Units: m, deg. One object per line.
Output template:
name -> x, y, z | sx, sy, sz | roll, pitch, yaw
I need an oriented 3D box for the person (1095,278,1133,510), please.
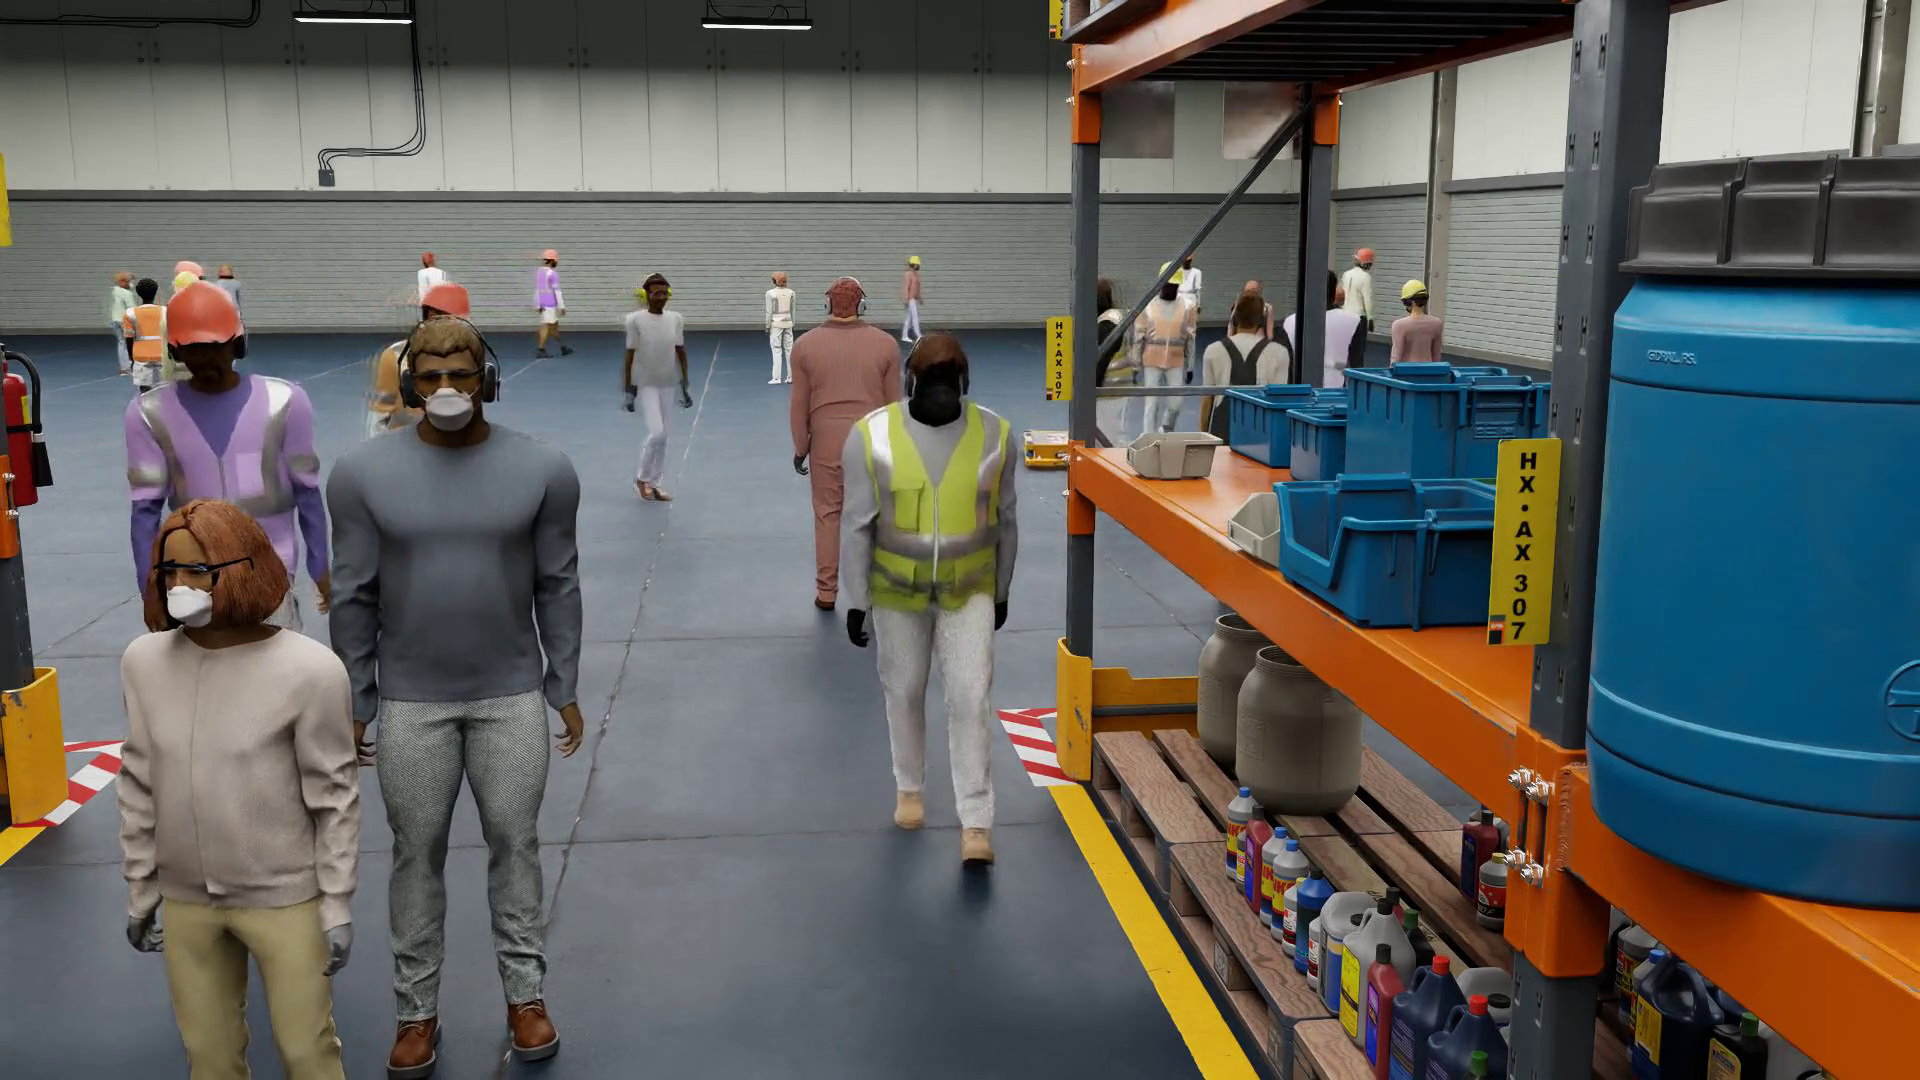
person -> 1.059, -1.126, 12.972 | 0.612, 1.810, 0.634 | 0, 10, -2

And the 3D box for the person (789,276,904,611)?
person -> -0.644, -0.544, 9.524 | 0.644, 1.907, 0.399 | 0, 10, -3

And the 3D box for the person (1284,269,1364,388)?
person -> 2.685, -1.054, 12.345 | 0.602, 1.896, 0.442 | 4, 11, 19

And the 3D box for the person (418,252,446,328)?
person -> -9.287, -4.106, 29.173 | 0.730, 1.856, 0.617 | 8, 13, 36

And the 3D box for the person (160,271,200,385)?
person -> -6.697, -1.432, 14.590 | 0.404, 1.835, 0.590 | 10, 14, 43

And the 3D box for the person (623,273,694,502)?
person -> -2.419, -1.212, 13.373 | 0.489, 1.845, 0.481 | -9, 14, -41

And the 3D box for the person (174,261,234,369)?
person -> -7.099, -1.658, 15.620 | 0.555, 1.912, 0.486 | 0, 10, -1

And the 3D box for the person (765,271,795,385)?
person -> -2.600, -3.069, 24.095 | 0.524, 1.639, 0.306 | -9, 14, -41

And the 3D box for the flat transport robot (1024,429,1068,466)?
flat transport robot -> 0.948, -0.886, 15.886 | 0.652, 0.197, 1.431 | 0, 10, 2

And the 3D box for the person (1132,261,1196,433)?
person -> 1.920, -1.675, 15.726 | 0.623, 1.904, 0.518 | 0, 10, -2

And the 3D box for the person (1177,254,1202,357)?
person -> 4.007, -4.204, 29.539 | 0.547, 1.924, 0.413 | 2, 11, 12

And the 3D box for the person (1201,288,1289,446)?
person -> 1.677, -0.570, 9.877 | 0.532, 1.827, 0.418 | 2, 11, 13

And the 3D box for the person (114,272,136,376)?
person -> -12.846, -3.323, 25.621 | 0.592, 1.599, 0.326 | 8, 13, 38

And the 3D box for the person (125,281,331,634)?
person -> -2.522, 0.105, 5.769 | 0.628, 1.973, 1.082 | -3, 11, -15

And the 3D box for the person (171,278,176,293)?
person -> -9.556, -2.451, 20.561 | 0.911, 1.695, 0.507 | -1, 10, -4

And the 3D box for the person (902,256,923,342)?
person -> -0.910, -4.846, 33.568 | 0.593, 1.751, 0.541 | 4, 11, 21

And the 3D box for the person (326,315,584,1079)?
person -> -1.269, 0.400, 4.260 | 0.627, 1.941, 0.370 | -3, 11, -18

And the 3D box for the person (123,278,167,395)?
person -> -8.518, -1.907, 17.568 | 0.531, 1.698, 0.320 | -4, 11, -23

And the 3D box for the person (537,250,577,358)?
person -> -7.149, -4.167, 29.415 | 0.939, 1.893, 0.573 | -9, 14, -41

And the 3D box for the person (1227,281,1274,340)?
person -> 3.456, -2.278, 19.861 | 0.531, 1.594, 0.847 | 1, 10, 3

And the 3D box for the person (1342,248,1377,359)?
person -> 5.795, -3.250, 24.233 | 0.415, 1.956, 0.724 | -4, 11, -22

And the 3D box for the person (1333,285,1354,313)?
person -> 4.004, -1.916, 17.820 | 0.517, 1.628, 0.577 | -1, 10, -5

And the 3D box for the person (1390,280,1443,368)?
person -> 3.958, -1.384, 14.536 | 0.522, 1.761, 0.321 | -4, 11, -22

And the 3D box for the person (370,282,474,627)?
person -> -2.863, -0.448, 9.030 | 0.575, 1.891, 0.512 | -9, 14, -41

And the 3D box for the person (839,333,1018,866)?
person -> -0.103, 0.201, 5.718 | 0.631, 1.795, 0.937 | -1, 10, -3

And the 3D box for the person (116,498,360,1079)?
person -> -1.436, 0.724, 3.322 | 0.498, 1.633, 0.282 | 1, 10, 8

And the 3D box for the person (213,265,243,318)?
person -> -13.021, -4.075, 29.628 | 0.500, 1.633, 0.282 | -10, 14, -43
